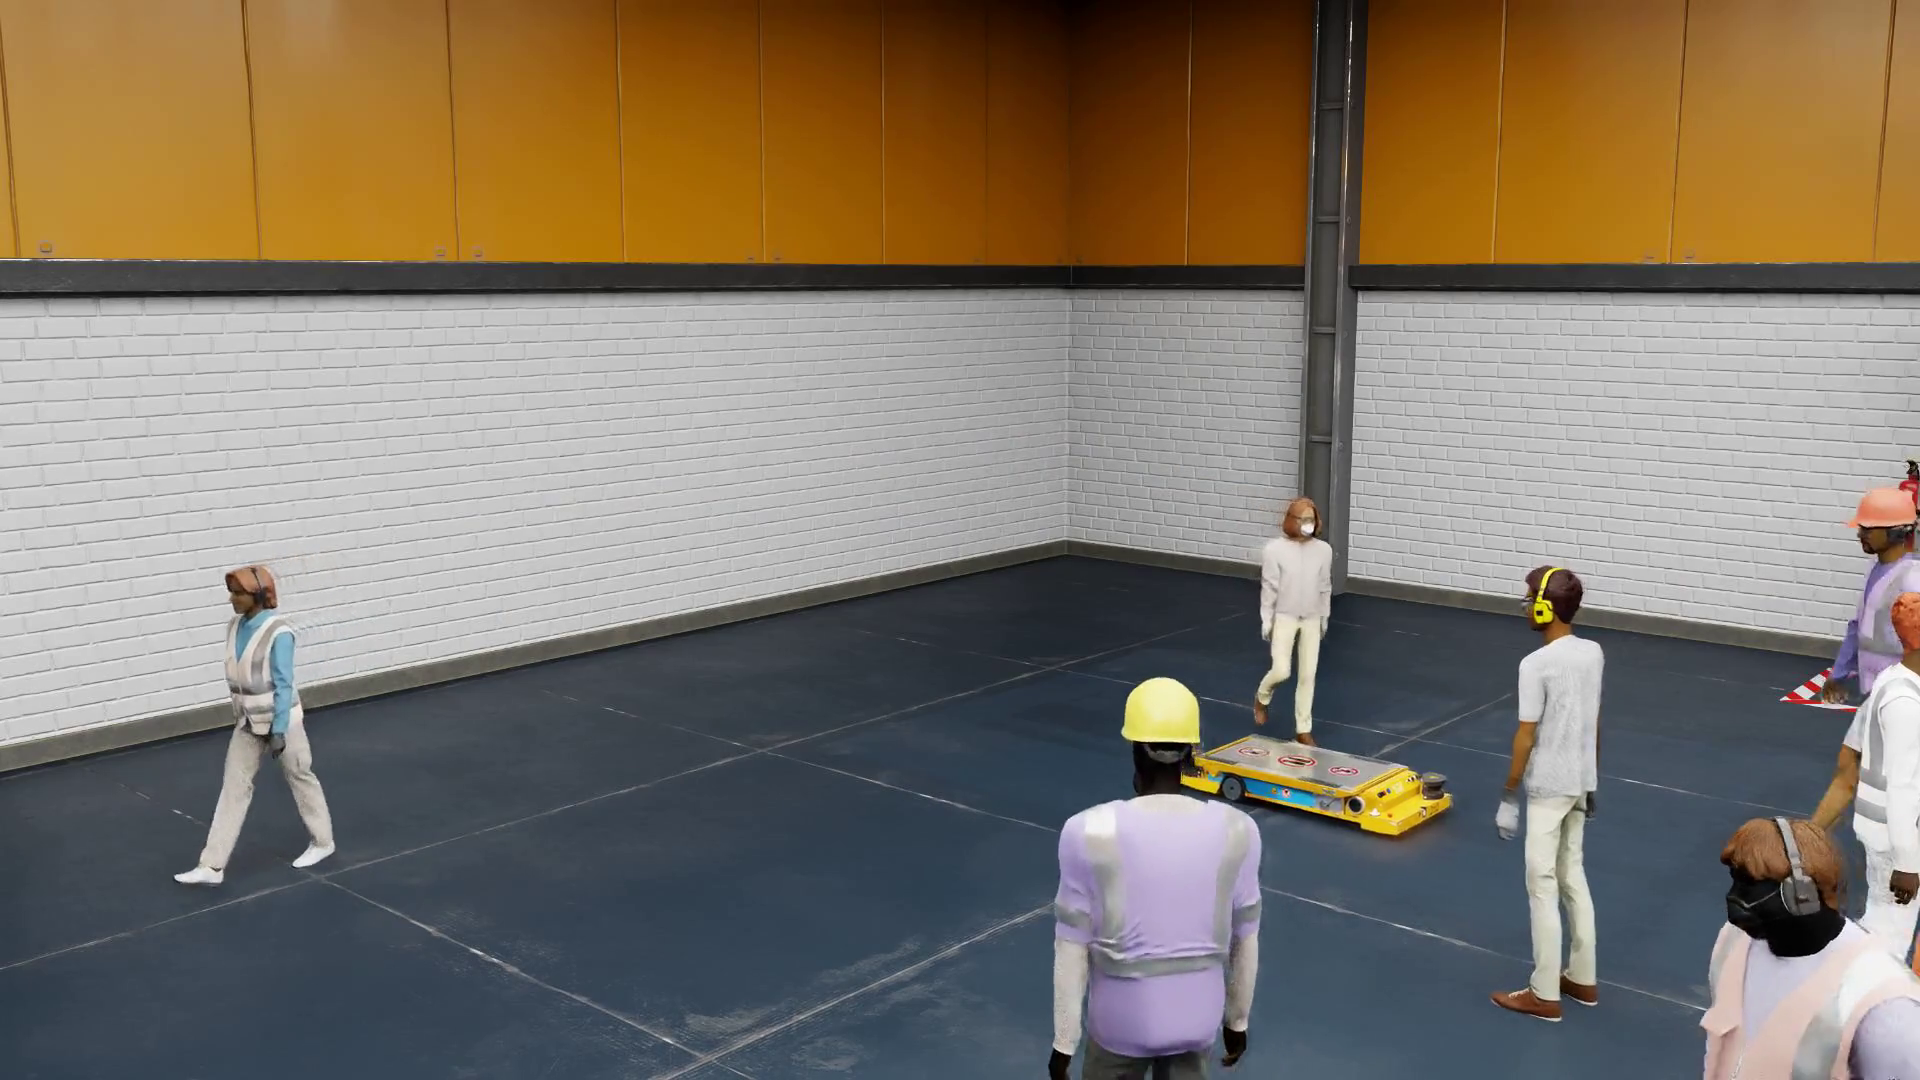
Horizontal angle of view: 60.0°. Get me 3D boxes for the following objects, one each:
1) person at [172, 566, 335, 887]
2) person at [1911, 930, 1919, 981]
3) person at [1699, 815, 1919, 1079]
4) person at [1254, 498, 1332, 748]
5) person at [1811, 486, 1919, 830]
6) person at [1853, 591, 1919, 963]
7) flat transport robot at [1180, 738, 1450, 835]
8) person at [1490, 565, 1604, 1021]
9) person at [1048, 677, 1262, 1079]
[{"bbox_3d":[-3.512,0.924,8.288,0.538,1.586,0.848,6,11,32],"label":"person"},{"bbox_3d":[2.793,1.486,4.602,0.541,1.635,0.892,-3,9,-18],"label":"person"},{"bbox_3d":[1.997,1.528,3.866,0.544,1.812,0.658,-2,9,-10],"label":"person"},{"bbox_3d":[2.157,0.518,10.760,0.511,1.619,0.530,-3,9,-15],"label":"person"},{"bbox_3d":[4.576,0.720,8.369,1.055,1.983,0.632,3,9,16],"label":"person"},{"bbox_3d":[3.517,1.117,6.194,0.345,1.882,0.584,5,10,29],"label":"person"},{"bbox_3d":[2.015,1.380,9.589,1.431,0.197,0.652,8,12,41],"label":"flat transport robot"},{"bbox_3d":[2.427,1.033,6.831,0.542,1.857,0.354,-7,11,-36],"label":"person"},{"bbox_3d":[0.549,1.337,4.708,0.622,1.910,0.442,-2,9,-11],"label":"person"}]
